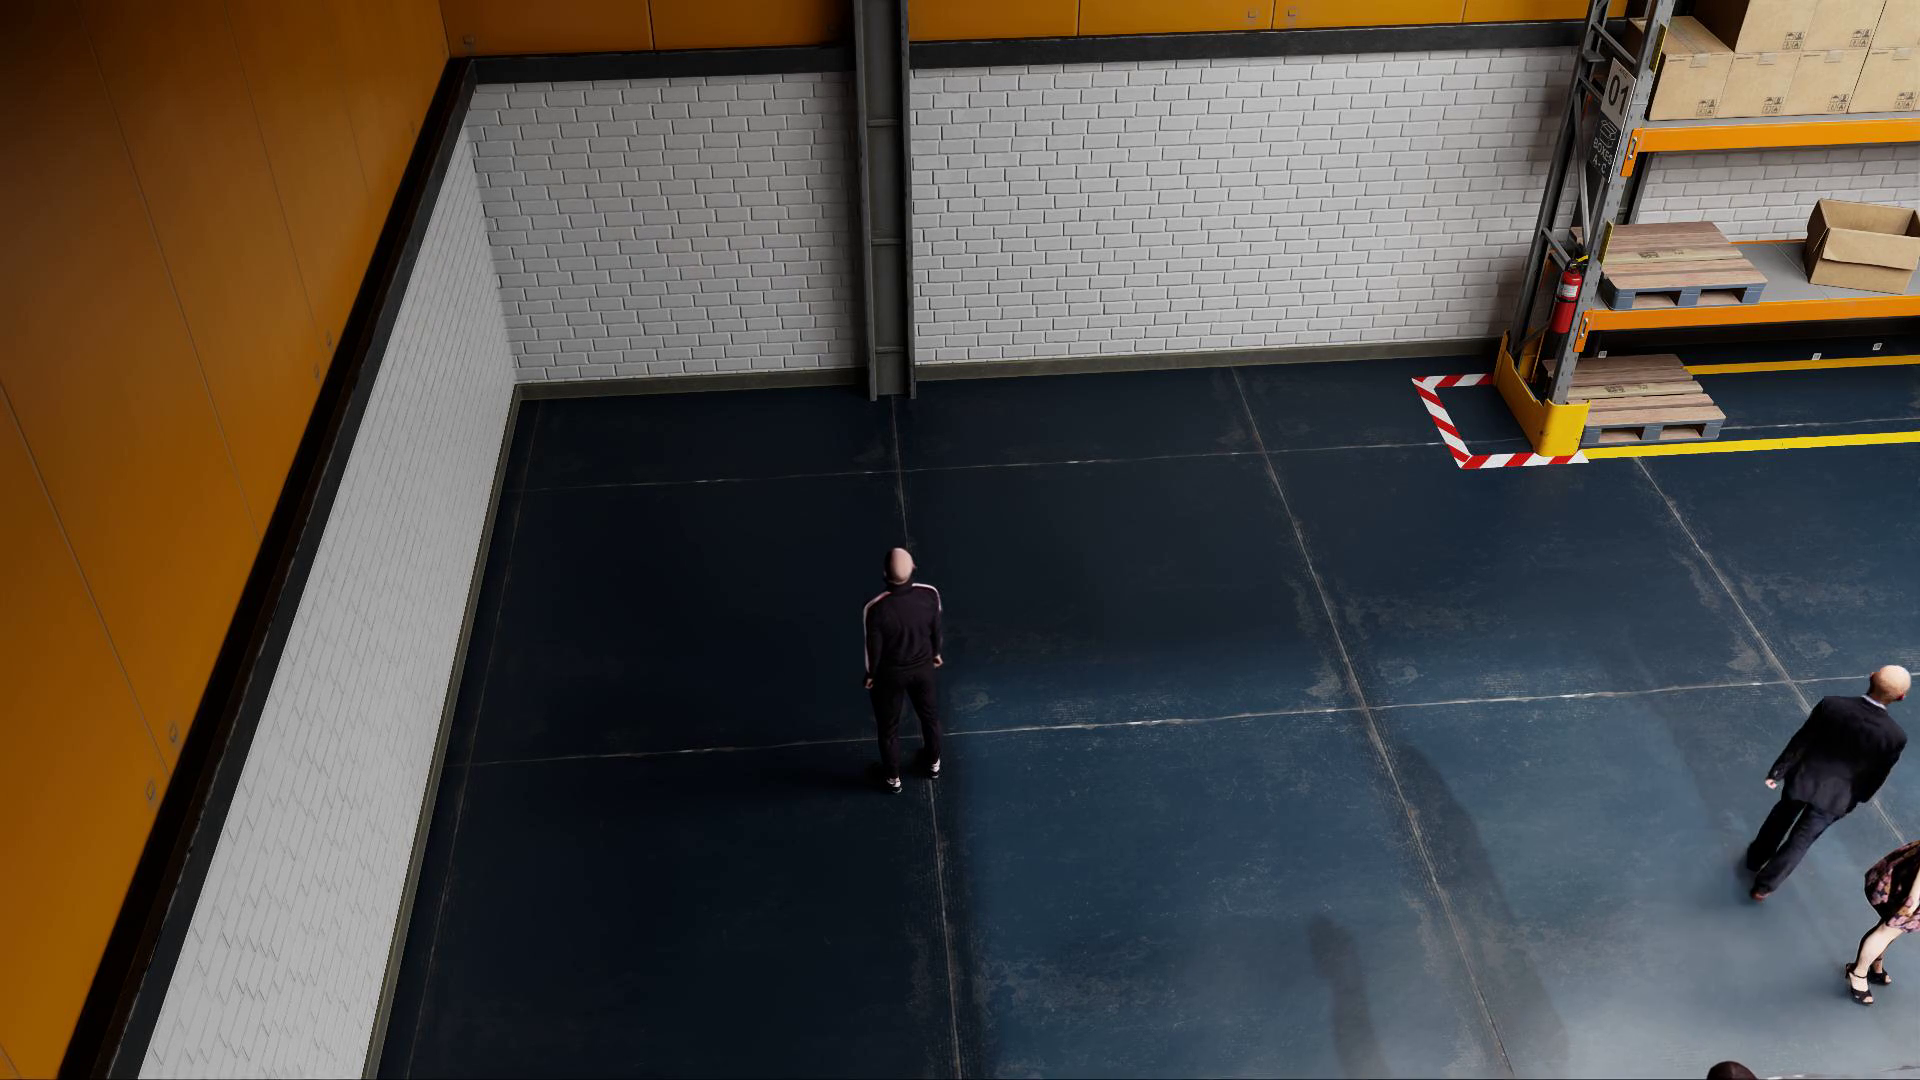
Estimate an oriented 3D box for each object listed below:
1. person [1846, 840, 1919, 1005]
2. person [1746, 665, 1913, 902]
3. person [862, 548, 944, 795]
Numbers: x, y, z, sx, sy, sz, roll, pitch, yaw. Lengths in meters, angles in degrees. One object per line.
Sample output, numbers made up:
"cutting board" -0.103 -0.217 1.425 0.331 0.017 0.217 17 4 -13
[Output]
"person" 5.214 1.849 8.985 0.776 1.774 0.856 -25 45 -28
"person" 4.893 1.457 9.479 0.862 1.769 0.921 23 44 26
"person" -0.349 0.807 10.240 0.645 1.835 0.811 -17 42 -20
